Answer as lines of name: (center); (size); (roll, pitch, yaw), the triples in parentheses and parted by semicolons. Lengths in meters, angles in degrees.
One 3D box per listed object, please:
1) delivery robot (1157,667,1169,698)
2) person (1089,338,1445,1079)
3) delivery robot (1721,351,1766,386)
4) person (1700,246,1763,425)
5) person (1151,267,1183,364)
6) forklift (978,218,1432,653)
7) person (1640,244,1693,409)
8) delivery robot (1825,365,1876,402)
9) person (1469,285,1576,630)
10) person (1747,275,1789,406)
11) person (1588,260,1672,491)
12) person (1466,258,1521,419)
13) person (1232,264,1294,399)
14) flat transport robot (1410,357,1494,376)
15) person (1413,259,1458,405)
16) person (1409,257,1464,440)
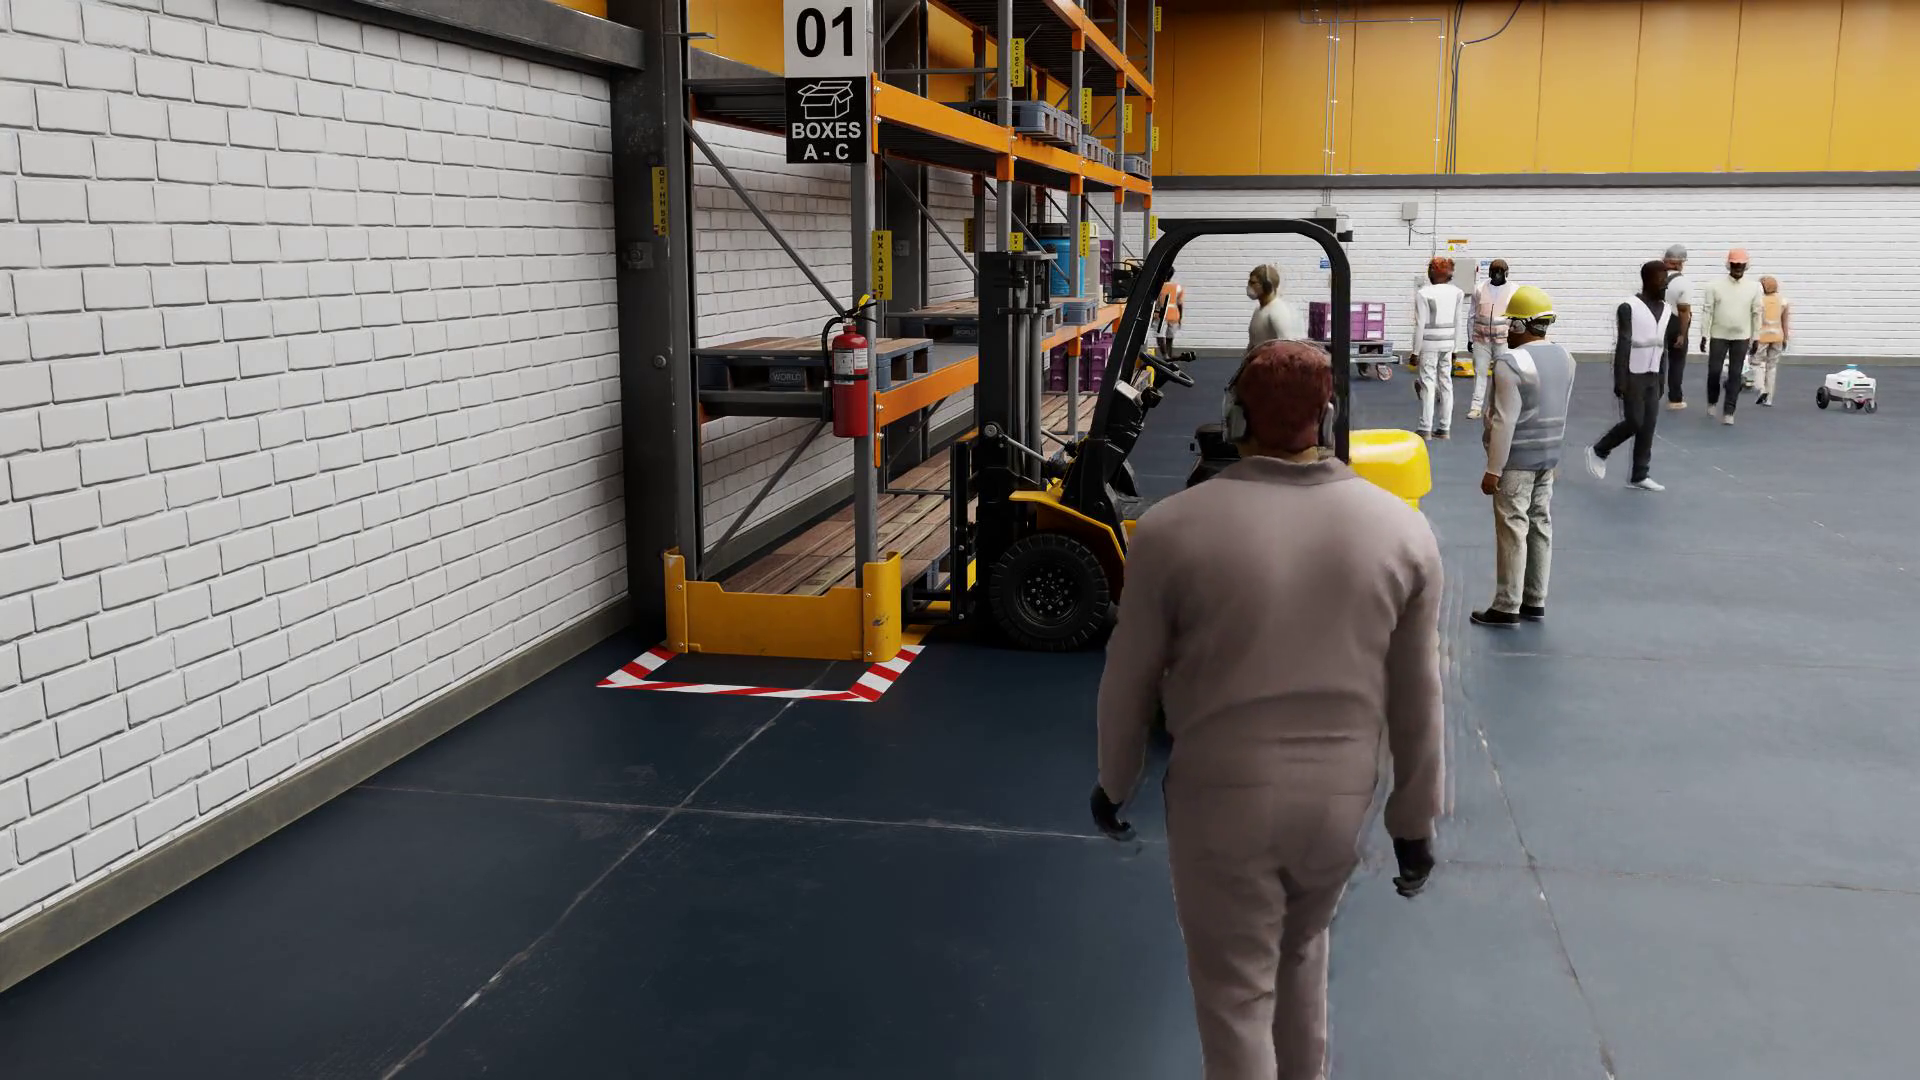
delivery robot: (1.126, 0.499, 7.029); (0.477, 0.478, 0.707); (9, 14, 41)
person: (0.618, 0.521, 3.518); (0.658, 1.880, 0.736); (-2, 11, -11)
delivery robot: (10.628, -2.331, 22.543); (0.477, 0.478, 0.707); (0, 10, -3)
person: (8.619, -2.281, 18.598); (0.639, 1.983, 0.441); (3, 11, 17)
person: (3.194, -3.398, 25.600); (0.538, 1.677, 0.698); (-2, 10, -10)
forklift: (1.285, -0.567, 8.635); (2.313, 2.155, 1.214); (2, 11, 11)
person: (8.483, -2.577, 20.076); (0.847, 2.000, 0.678); (-7, 12, -34)
delivery robot: (10.701, -1.865, 19.987); (0.477, 0.478, 0.707); (1, 10, 7)
person: (3.005, -0.437, 8.915); (0.591, 1.833, 0.403); (-8, 13, -37)
person: (9.958, -2.452, 20.532); (0.555, 1.621, 0.393); (0, 10, 3)
person: (5.616, -1.368, 13.812); (0.620, 1.903, 0.569); (-6, 12, -30)
person: (6.117, -2.292, 19.060); (0.627, 1.845, 0.429); (6, 12, 28)
person: (2.351, -1.173, 12.823); (1.040, 1.889, 0.631); (0, 10, 2)
flat transport robot: (7.559, -2.659, 25.379); (0.652, 0.197, 1.431); (-4, 11, -19)
person: (6.020, -2.635, 21.001); (0.525, 1.832, 0.879); (-4, 11, -22)
person: (4.913, -1.969, 17.191); (0.587, 1.882, 0.346); (-4, 11, -22)
